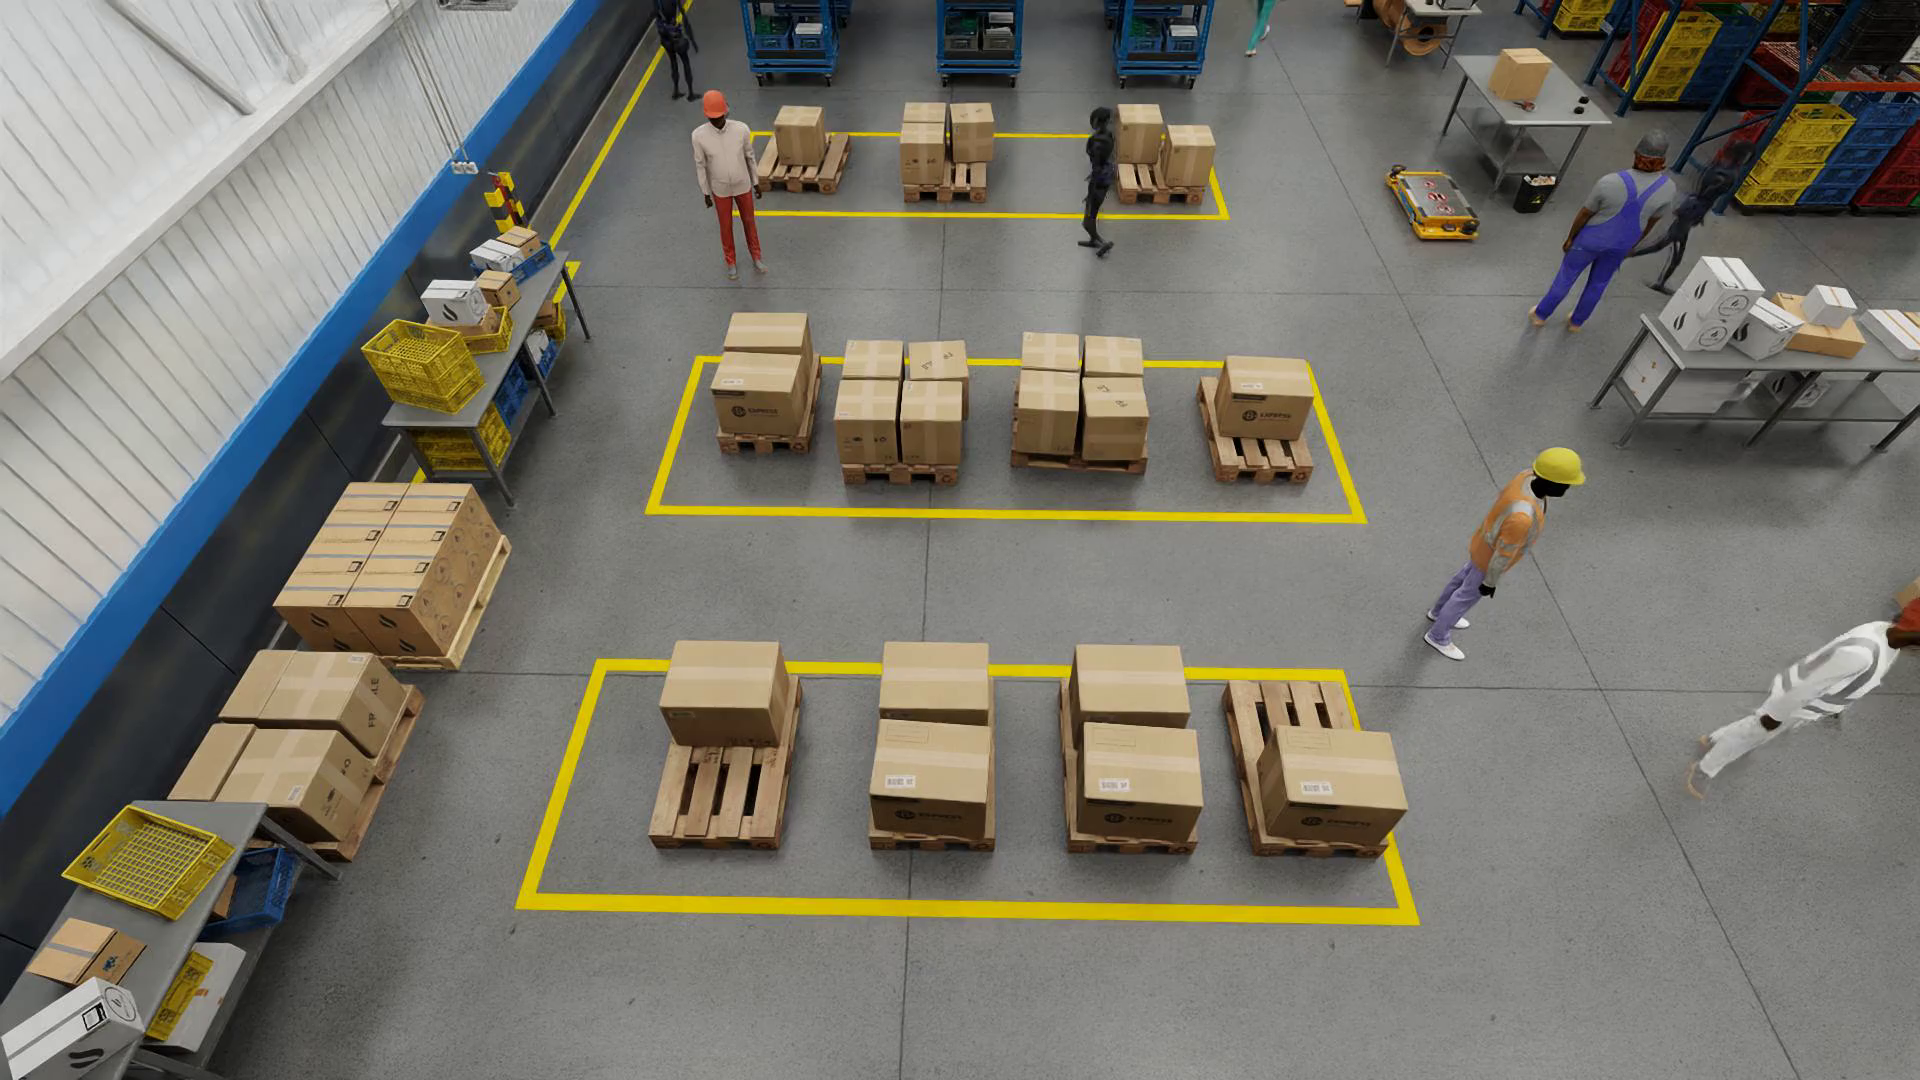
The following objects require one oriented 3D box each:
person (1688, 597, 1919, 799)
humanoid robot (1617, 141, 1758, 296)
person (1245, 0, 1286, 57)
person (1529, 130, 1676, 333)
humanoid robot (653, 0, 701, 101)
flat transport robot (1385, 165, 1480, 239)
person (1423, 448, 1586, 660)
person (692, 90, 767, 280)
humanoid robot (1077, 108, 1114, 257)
[{"bbox_3d":[5.193,0.978,5.648,0.675,1.848,0.340,-19,52,-16],"label":"person"},{"bbox_3d":[7.556,-3.417,9.585,0.718,1.636,0.603,37,58,27],"label":"humanoid robot"},{"bbox_3d":[4.677,-8.268,13.734,0.531,1.711,0.929,36,58,27],"label":"person"},{"bbox_3d":[6.280,-2.978,8.941,0.678,2.000,0.535,12,50,11],"label":"person"},{"bbox_3d":[-3.913,-6.942,12.623,0.587,1.654,0.390,25,54,20],"label":"humanoid robot"},{"bbox_3d":[5.692,-4.094,11.059,0.652,0.197,1.431,1,49,1],"label":"flat transport robot"},{"bbox_3d":[3.726,0.092,6.355,0.361,1.930,0.586,21,52,17],"label":"person"},{"bbox_3d":[-2.394,-3.690,9.588,0.622,1.990,0.385,-17,51,-14],"label":"person"},{"bbox_3d":[1.521,-3.873,9.955,0.478,1.633,0.672,12,50,10],"label":"humanoid robot"}]
